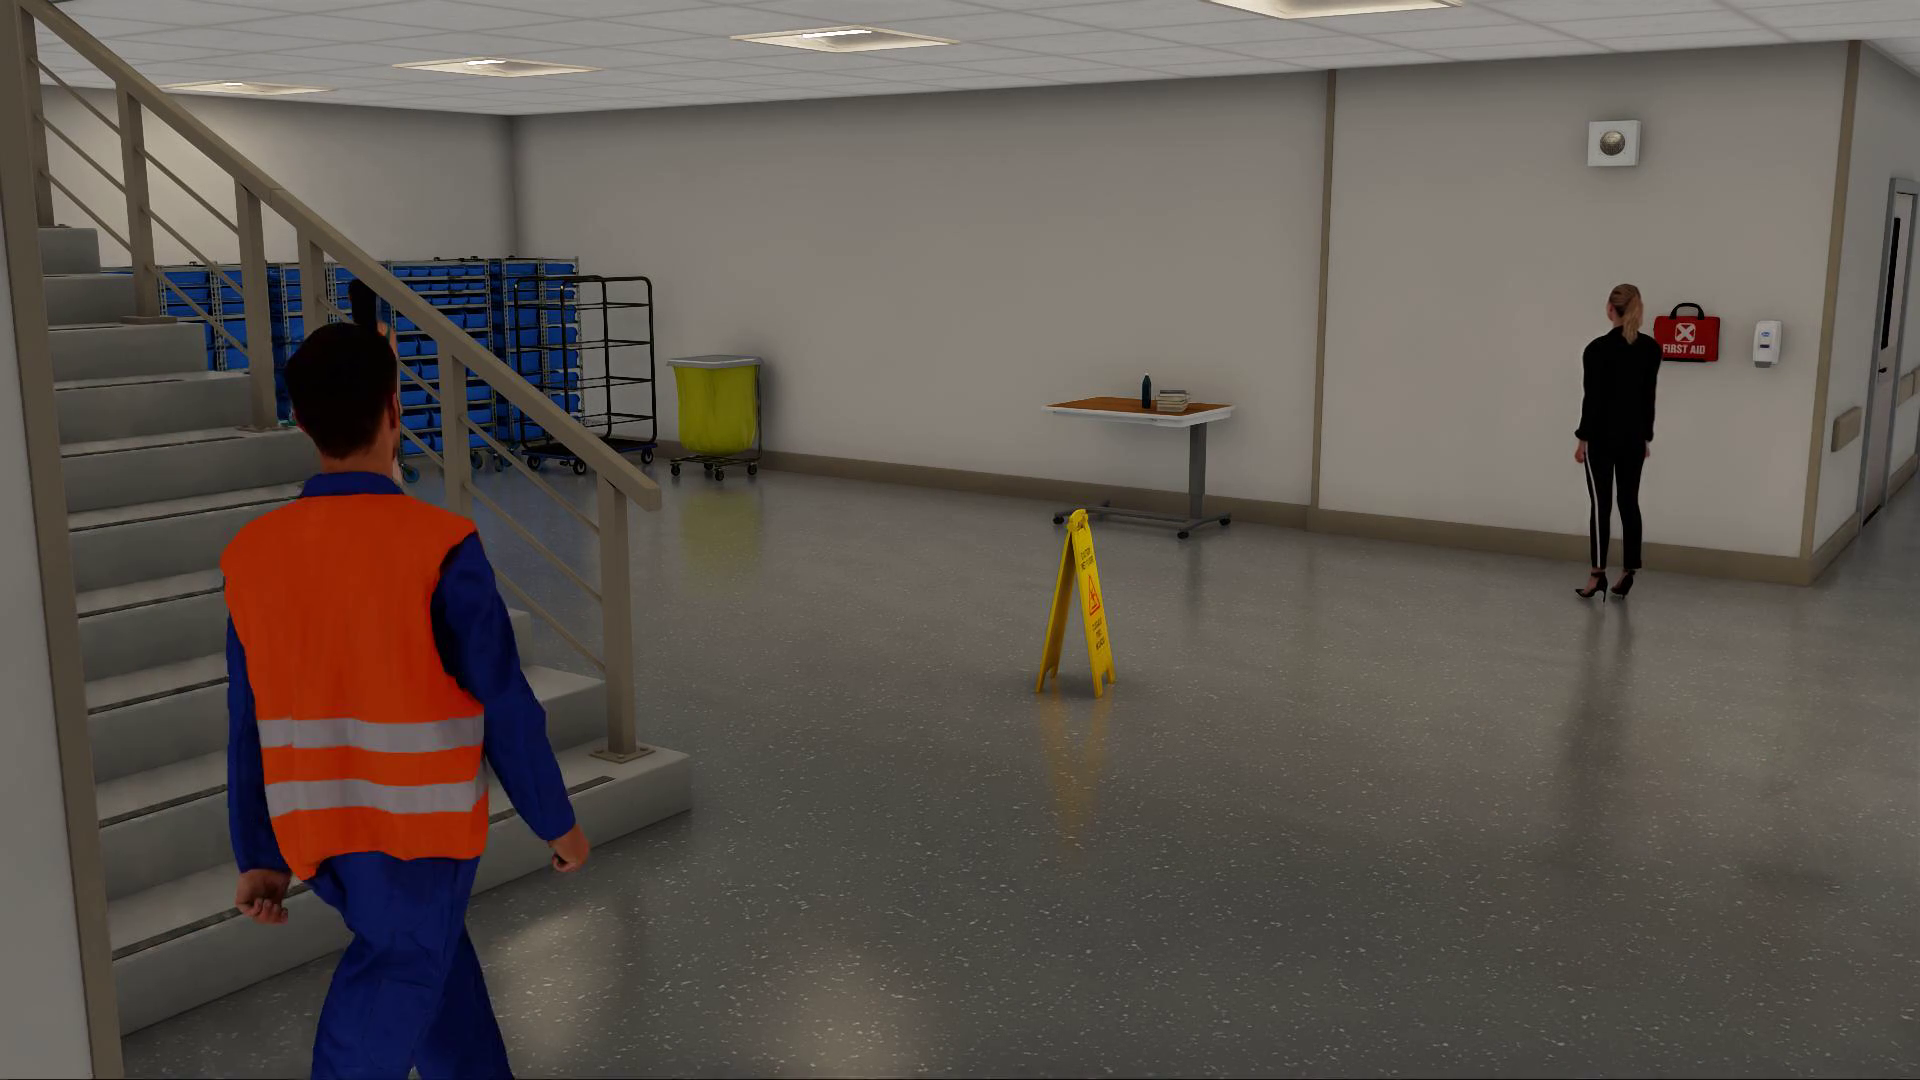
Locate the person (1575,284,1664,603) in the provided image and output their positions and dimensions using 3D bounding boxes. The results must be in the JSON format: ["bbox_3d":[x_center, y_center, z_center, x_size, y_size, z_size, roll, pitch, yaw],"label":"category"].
[{"bbox_3d":[3.542,-0.523,8.976,0.692,1.707,0.747,-2,11,-11],"label":"person"}]

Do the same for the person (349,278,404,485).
[{"bbox_3d":[-3.823,-0.852,10.761,0.624,1.687,0.600,-7,13,-33],"label":"person"}]

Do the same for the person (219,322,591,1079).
[{"bbox_3d":[-1.016,0.602,2.789,1.259,1.803,0.916,5,12,24],"label":"person"}]
